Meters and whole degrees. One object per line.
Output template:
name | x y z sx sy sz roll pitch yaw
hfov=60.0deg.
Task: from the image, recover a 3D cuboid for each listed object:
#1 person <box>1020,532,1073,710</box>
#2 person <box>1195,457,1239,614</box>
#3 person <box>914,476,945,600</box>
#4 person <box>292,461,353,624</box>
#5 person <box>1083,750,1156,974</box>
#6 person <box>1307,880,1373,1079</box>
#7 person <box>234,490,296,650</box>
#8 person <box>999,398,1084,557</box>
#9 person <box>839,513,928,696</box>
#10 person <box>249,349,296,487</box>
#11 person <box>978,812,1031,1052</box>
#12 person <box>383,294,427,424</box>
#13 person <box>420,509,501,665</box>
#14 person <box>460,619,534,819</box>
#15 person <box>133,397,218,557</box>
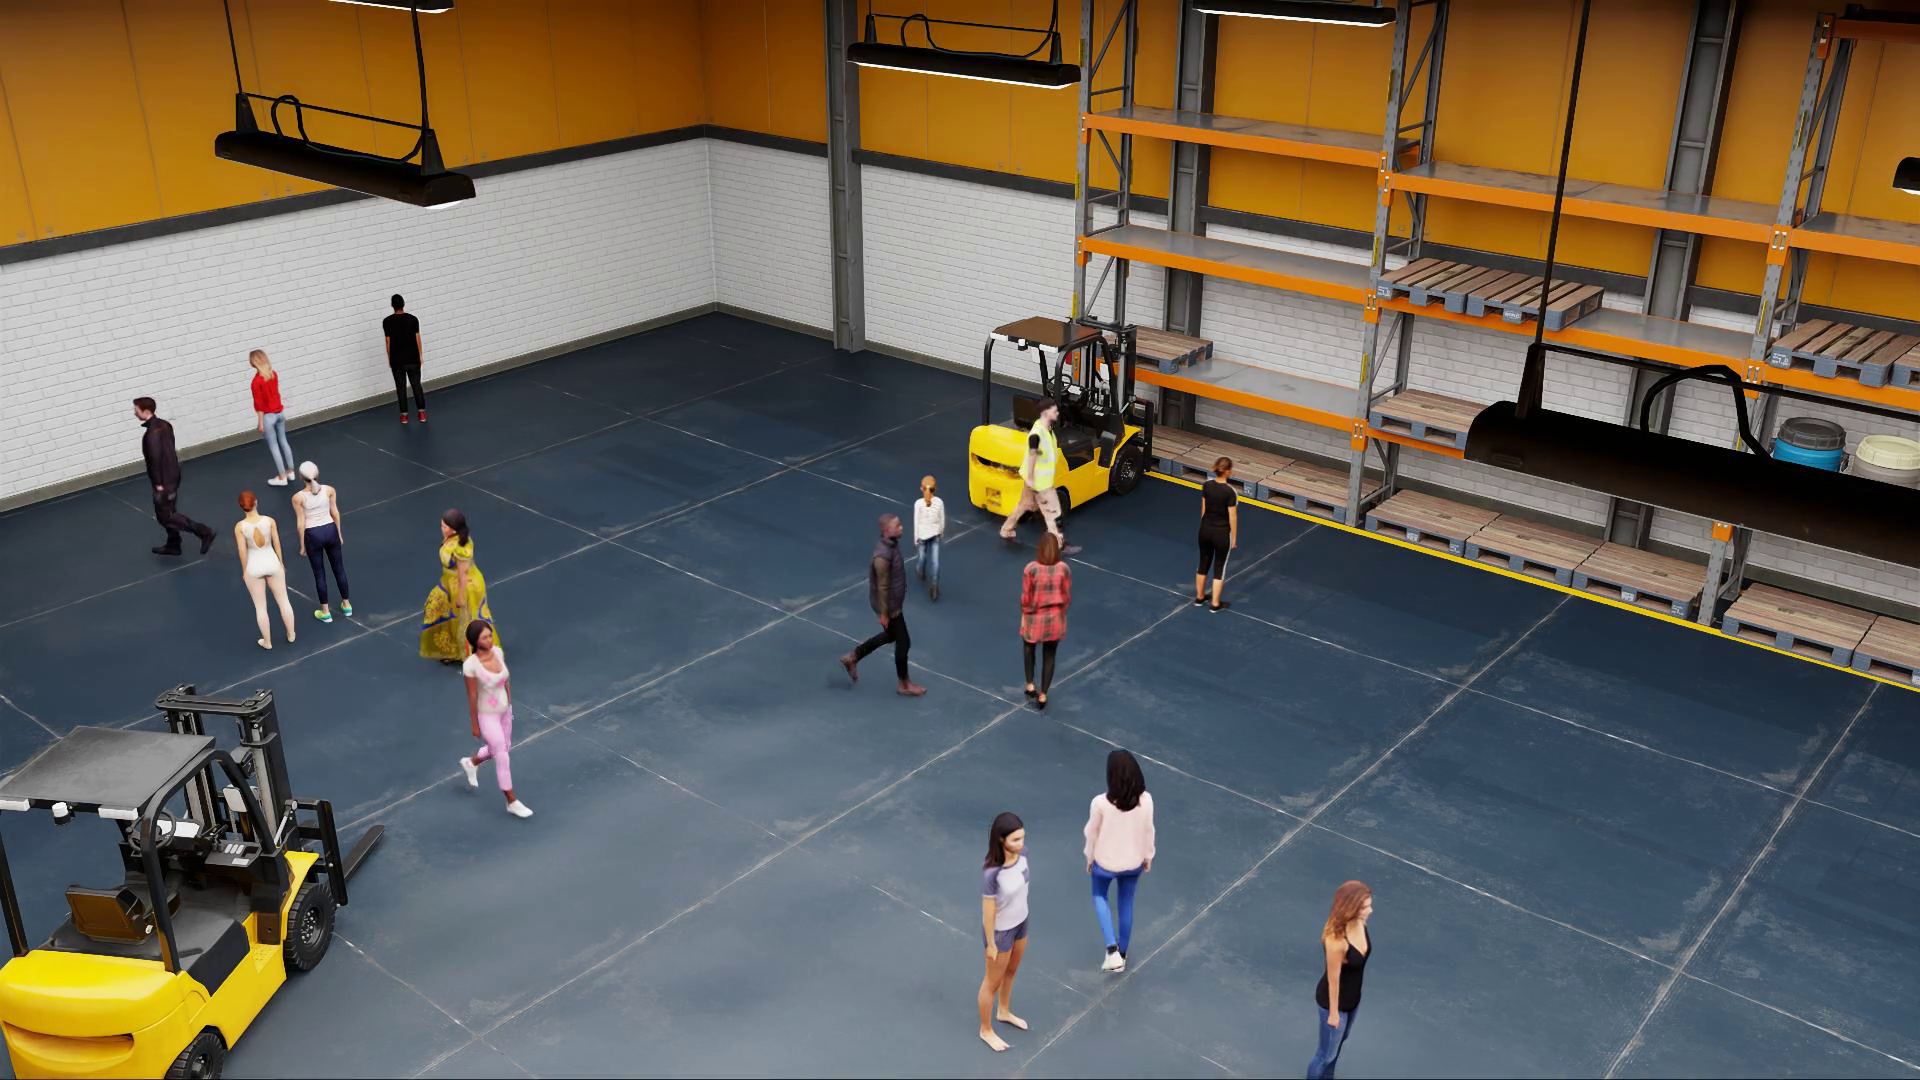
person | 0.784 0.771 15.122 0.745 1.683 0.810 -1 24 -3
person | 2.623 -0.068 17.061 0.472 1.668 0.656 22 32 40
person | -0.305 -0.004 17.396 0.847 1.283 0.959 -4 24 -10
person | -6.464 0.002 16.852 0.630 1.706 0.583 -18 30 -36
person | 1.105 2.300 11.536 0.842 1.754 0.901 -1 24 -3
person | 2.361 2.837 10.348 0.532 1.721 0.612 15 28 30
person | -6.823 0.284 16.288 0.593 1.643 0.558 -16 28 -32
person | 0.808 -0.686 18.308 1.304 1.801 1.103 4 24 8
person | -0.729 0.598 15.356 1.207 1.813 1.058 3 24 7
person | -8.402 -1.497 20.285 0.670 1.704 0.694 6 24 13
person | 0.300 2.550 10.990 0.500 1.732 0.596 16 28 33
person | -7.476 -2.445 22.387 0.695 1.756 0.687 -11 26 -24
person | -4.673 0.450 15.903 0.966 1.646 1.010 -13 27 -28
person | -3.868 1.433 13.564 1.079 1.719 0.709 13 27 27
person | -8.594 -0.656 18.134 1.119 1.885 1.076 -2 24 -4
